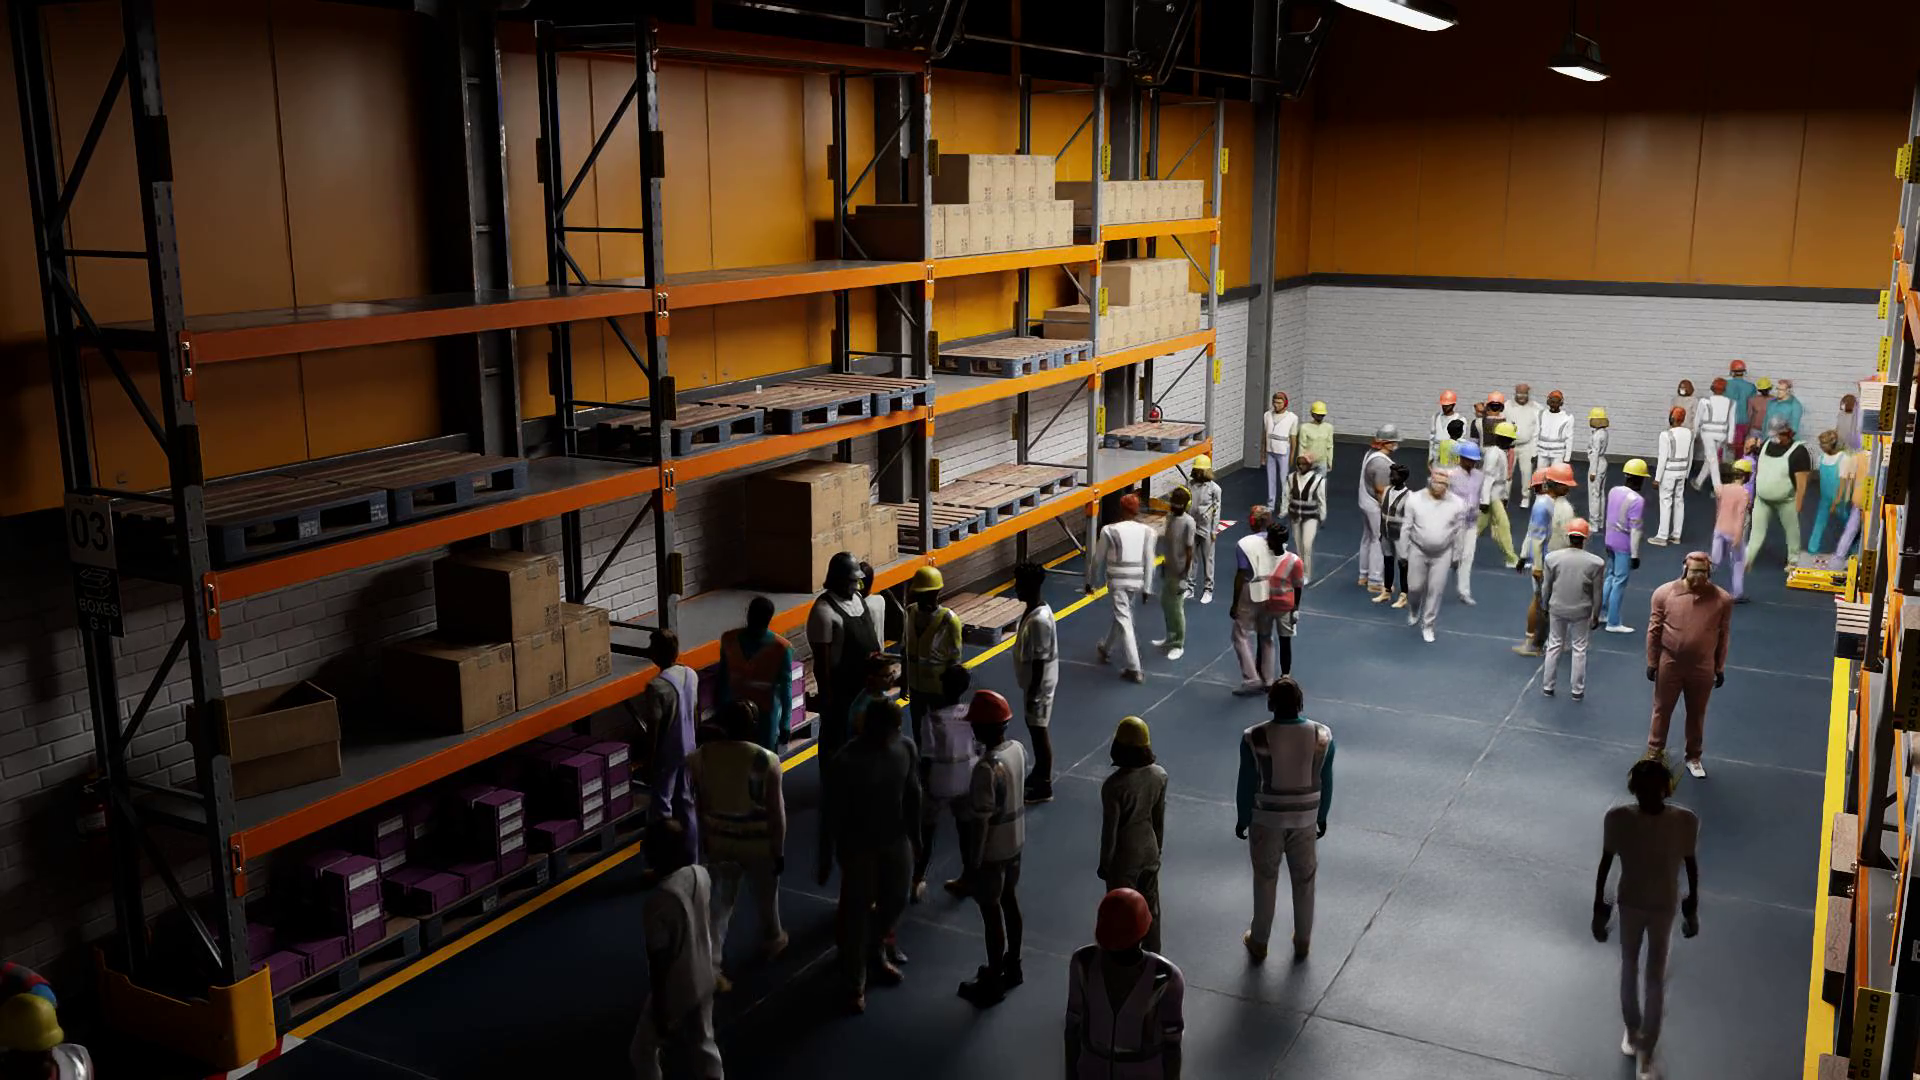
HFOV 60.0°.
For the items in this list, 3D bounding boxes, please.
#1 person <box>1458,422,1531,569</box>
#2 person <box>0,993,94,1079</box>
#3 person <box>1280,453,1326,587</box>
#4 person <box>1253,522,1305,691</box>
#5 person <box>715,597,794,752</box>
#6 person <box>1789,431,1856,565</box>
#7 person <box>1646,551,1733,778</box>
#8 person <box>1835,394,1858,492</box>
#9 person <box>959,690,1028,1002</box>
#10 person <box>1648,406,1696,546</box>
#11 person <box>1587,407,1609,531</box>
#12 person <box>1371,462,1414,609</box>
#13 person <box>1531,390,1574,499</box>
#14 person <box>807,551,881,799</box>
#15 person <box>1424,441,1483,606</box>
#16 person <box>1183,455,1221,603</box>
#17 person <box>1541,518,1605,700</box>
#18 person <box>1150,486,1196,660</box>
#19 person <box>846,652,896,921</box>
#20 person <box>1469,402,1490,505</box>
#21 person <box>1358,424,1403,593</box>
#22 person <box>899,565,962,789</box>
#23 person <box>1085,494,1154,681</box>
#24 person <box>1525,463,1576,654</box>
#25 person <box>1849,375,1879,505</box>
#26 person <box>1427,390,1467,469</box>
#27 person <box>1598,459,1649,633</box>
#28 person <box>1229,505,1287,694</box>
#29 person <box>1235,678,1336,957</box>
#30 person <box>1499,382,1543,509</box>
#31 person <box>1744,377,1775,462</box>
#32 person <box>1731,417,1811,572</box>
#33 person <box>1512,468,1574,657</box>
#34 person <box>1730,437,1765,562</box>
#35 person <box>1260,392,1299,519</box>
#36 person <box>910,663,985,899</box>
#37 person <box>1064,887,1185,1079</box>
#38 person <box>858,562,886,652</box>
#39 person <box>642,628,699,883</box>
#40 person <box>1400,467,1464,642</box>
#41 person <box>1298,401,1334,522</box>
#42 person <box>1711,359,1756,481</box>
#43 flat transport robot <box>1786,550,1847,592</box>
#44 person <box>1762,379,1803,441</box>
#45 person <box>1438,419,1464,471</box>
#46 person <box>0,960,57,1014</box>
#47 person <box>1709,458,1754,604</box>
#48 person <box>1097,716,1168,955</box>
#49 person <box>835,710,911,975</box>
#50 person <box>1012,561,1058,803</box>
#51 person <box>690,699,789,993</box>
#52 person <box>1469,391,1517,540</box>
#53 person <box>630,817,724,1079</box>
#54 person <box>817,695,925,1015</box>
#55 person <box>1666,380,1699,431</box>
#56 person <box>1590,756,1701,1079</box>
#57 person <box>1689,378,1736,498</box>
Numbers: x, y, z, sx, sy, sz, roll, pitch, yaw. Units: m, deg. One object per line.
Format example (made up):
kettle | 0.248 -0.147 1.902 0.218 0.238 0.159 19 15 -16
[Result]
person | 6.759 -0.579 21.094 1.004 1.876 0.594 6 14 25
person | -3.682 2.661 6.688 0.403 1.824 0.594 7 14 28
person | 4.126 -0.243 20.129 0.525 1.617 0.596 9 15 34
person | 3.029 0.653 15.975 0.536 1.691 0.322 8 15 32
person | -1.537 1.295 12.704 0.674 1.873 0.554 5 14 21
person | 10.959 -0.491 20.911 0.985 1.782 0.500 -5 14 -22
person | 6.031 1.028 13.805 0.643 1.912 0.410 3 13 13
person | 13.673 -1.442 25.539 0.503 1.615 0.500 -3 13 -13
person | 0.193 1.843 10.110 0.387 1.930 0.544 7 14 27
person | 9.554 -0.860 22.314 0.584 1.882 0.349 -5 14 -23
person | 8.867 -0.989 23.237 0.316 1.737 0.487 9 15 34
person | 5.020 -0.058 19.147 0.318 1.697 0.535 -7 14 -29
person | 8.521 -1.226 23.969 0.575 1.880 0.359 10 16 38
person | -0.886 1.077 13.287 0.537 2.000 0.689 6 14 24
person | 5.766 -0.227 19.402 0.611 1.919 0.763 -5 14 -23
person | 2.790 -0.134 19.376 0.484 1.746 0.293 10 16 37
person | 5.831 0.652 15.860 0.566 1.744 0.350 7 14 28
person | 2.210 0.326 17.138 0.329 1.836 0.643 -5 14 -23
person | -0.603 1.639 11.219 0.387 1.841 0.565 2 13 8
person | 7.661 -1.214 24.472 0.314 1.631 0.515 -3 13 -12
person | 5.043 -0.398 19.892 0.536 2.000 0.688 0 13 1
person | -0.251 1.141 13.252 0.587 1.930 0.359 10 16 38
person | 1.630 0.441 16.632 0.592 1.822 1.038 -6 14 -24
person | 6.149 0.187 17.323 0.411 2.029 0.609 11 16 39
person | 13.393 -1.419 24.494 0.448 2.025 0.642 12 17 42
person | 6.899 -1.176 23.640 0.386 1.929 0.547 -11 17 -41
person | 7.252 0.060 18.144 0.407 1.915 0.600 -1 13 -6
person | 2.875 0.584 15.992 0.613 1.823 0.436 -6 14 -27
person | 2.061 1.772 10.642 0.621 1.838 0.429 -1 13 -4
person | 8.298 -1.406 24.743 0.671 1.896 0.398 4 13 16
person | 12.841 -1.748 26.623 0.561 1.732 0.393 6 14 25
person | 10.177 -0.590 20.751 0.994 2.000 0.766 -7 14 -29
person | 6.043 0.237 17.287 0.762 1.944 0.684 -3 13 -15
person | 10.101 -0.518 21.358 0.320 1.631 0.523 3 13 13
person | 4.635 -1.236 24.110 0.386 1.836 0.563 -12 17 -43
person | -0.079 1.673 11.444 0.564 1.671 0.389 -6 14 -26
person | 0.713 2.444 7.424 0.543 1.928 0.372 5 13 20
person | -0.786 1.084 13.660 0.329 1.865 0.514 4 13 18
person | -2.045 1.521 11.781 0.351 1.834 0.518 7 14 28
person | 5.061 0.129 17.886 0.644 1.887 0.580 3 13 13
person | 5.075 -1.110 23.728 0.526 1.759 0.343 -2 13 -11
person | 12.495 -1.923 26.895 0.620 1.973 0.500 3 13 14
flat transport robot | 10.572 0.372 20.441 0.652 0.197 1.431 7 14 29
person | 12.437 -1.505 25.219 0.556 1.883 0.651 -5 13 -20
person | 6.619 -0.794 22.461 0.318 1.691 0.537 -3 13 -14
person | -4.270 2.516 7.323 0.642 1.836 0.430 1 13 3
person | 8.834 -0.089 19.239 0.798 1.720 0.558 -3 13 -13
person | 1.040 1.919 10.190 0.487 1.744 0.296 -8 15 -33
person | -0.545 1.869 10.406 0.535 1.755 0.385 -5 14 -22
person | 0.594 1.124 13.277 0.379 1.957 0.607 -1 13 -3
person | -1.373 1.872 10.300 0.627 1.794 0.977 3 13 15
person | 7.231 -1.011 22.666 0.611 2.032 0.411 4 13 16
person | -1.485 2.268 8.456 0.716 1.821 0.510 8 15 32
person | -0.551 1.864 10.051 0.755 1.919 0.402 -9 15 -34
person | 11.789 -1.814 27.171 0.310 1.623 0.513 -11 16 -40
person | 3.804 2.089 9.225 0.549 1.829 0.796 6 14 26
person | 11.658 -1.596 25.741 0.566 1.830 1.007 -1 13 -4
